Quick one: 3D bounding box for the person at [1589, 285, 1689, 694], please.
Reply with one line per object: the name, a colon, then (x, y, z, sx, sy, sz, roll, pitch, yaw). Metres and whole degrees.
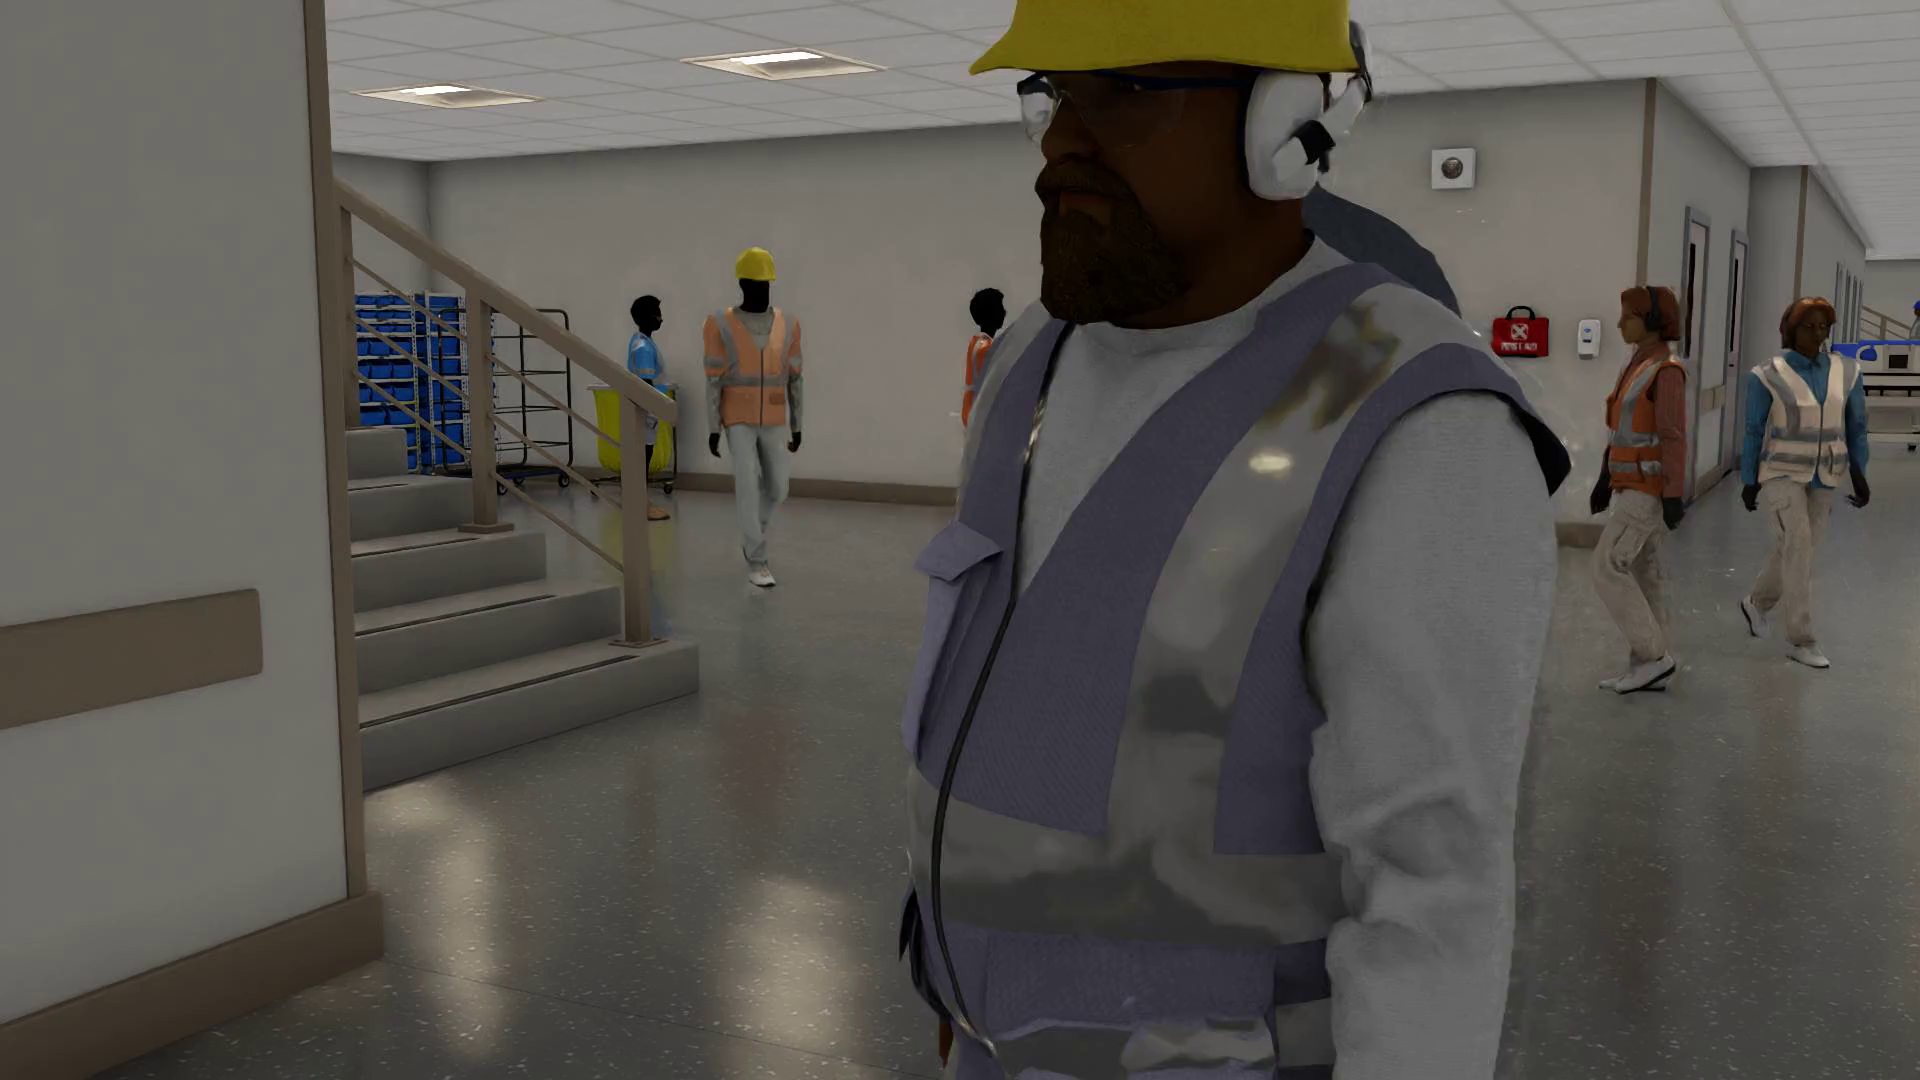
person: (2.674, -0.187, 6.590, 0.382, 1.626, 0.520, 2, 8, 12)

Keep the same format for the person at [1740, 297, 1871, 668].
person: (3.727, -0.287, 7.445, 0.505, 1.600, 0.845, -1, 7, -6)

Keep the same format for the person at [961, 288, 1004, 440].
person: (0.175, -0.726, 10.443, 0.317, 1.700, 0.538, -1, 7, -9)

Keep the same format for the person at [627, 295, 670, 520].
person: (-2.357, -0.984, 12.482, 0.320, 1.690, 0.535, -2, 8, -15)

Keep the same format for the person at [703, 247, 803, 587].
person: (-1.184, -0.705, 9.491, 0.589, 1.907, 0.652, -4, 8, -27)
